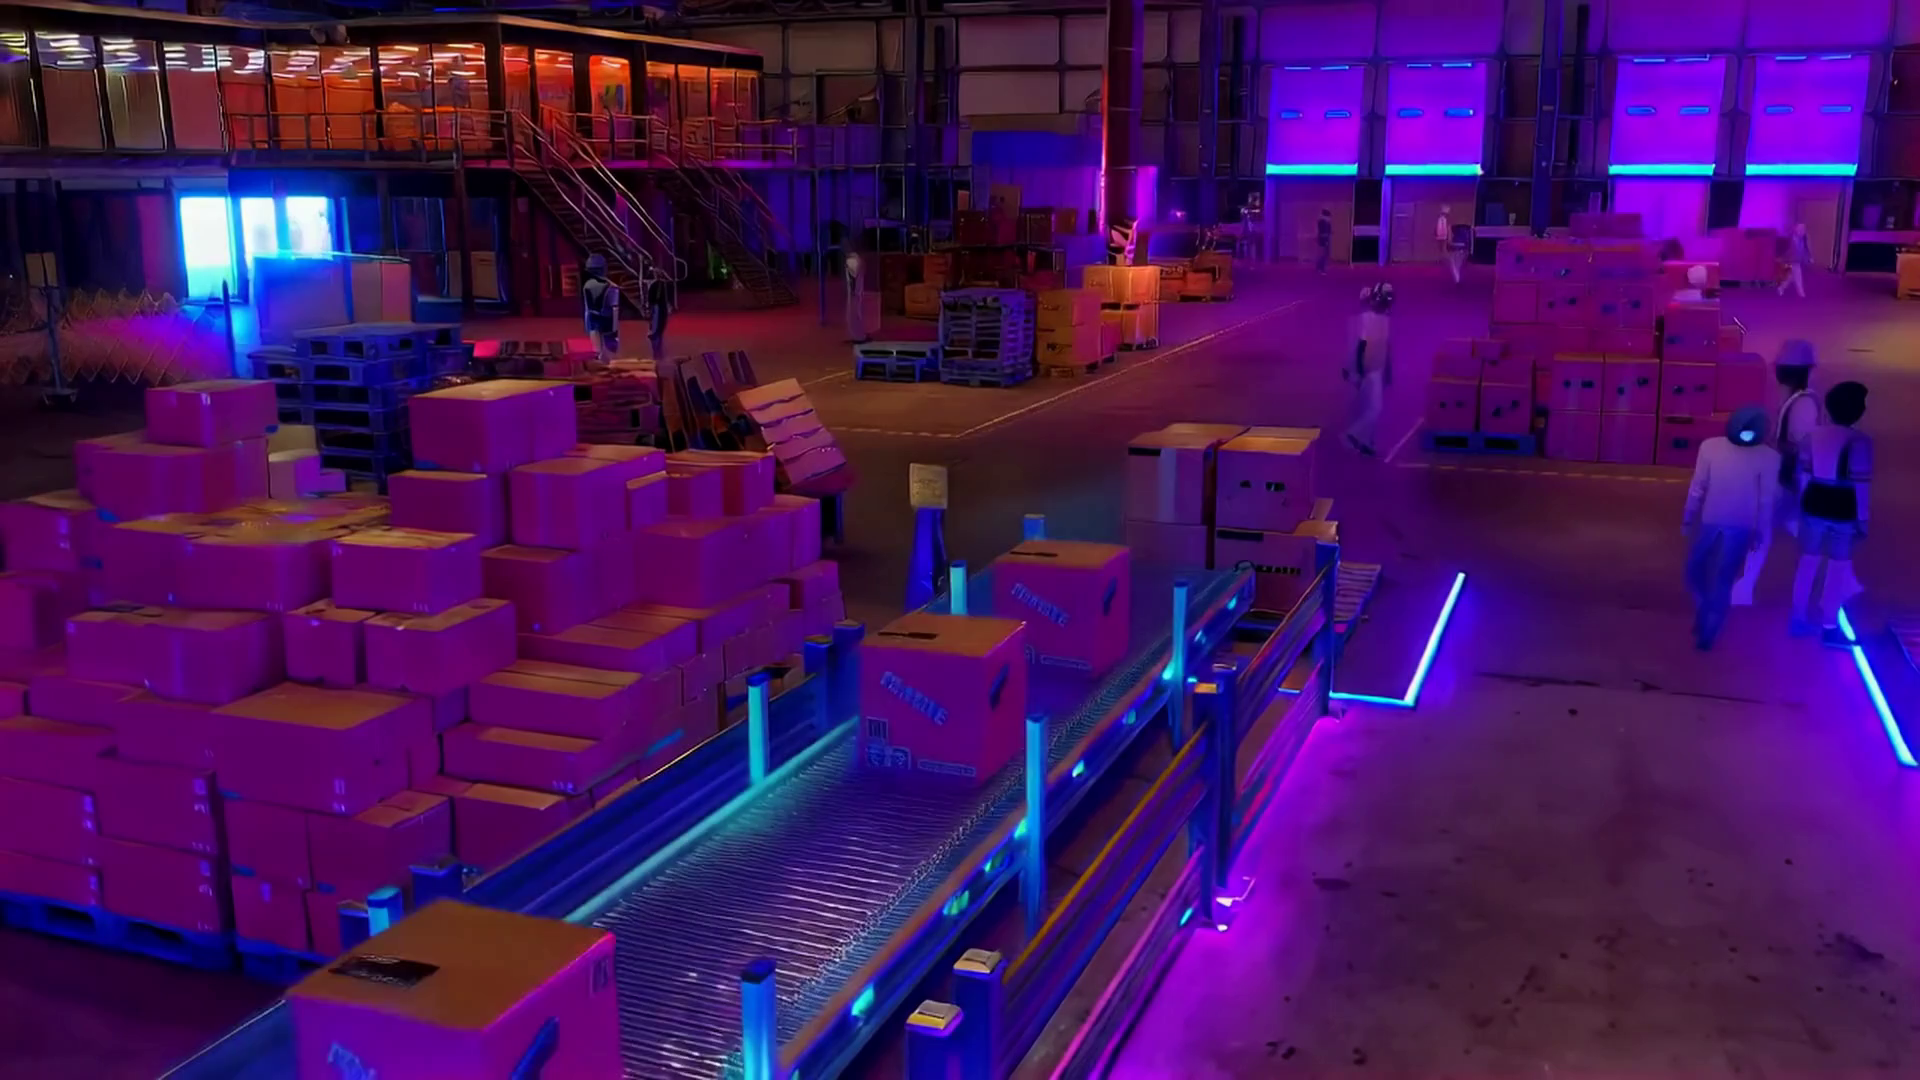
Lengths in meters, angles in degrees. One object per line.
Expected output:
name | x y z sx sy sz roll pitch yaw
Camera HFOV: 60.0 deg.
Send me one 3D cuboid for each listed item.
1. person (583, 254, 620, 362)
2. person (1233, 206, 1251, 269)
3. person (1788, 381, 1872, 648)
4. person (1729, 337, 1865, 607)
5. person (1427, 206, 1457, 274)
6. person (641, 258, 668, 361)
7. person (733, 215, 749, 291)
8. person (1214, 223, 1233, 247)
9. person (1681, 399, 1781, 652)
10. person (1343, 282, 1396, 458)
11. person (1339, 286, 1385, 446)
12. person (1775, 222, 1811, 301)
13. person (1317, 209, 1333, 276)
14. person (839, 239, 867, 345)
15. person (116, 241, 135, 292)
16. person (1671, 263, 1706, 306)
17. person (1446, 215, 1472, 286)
person | -4.707 -2.776 21.806 0.539 1.930 0.385 5 14 21
person | 8.562 -9.263 50.921 0.652 1.906 0.914 -11 16 -40
person | 5.560 -0.163 10.594 0.320 1.698 0.531 -4 13 -17
person | 5.778 -0.446 11.423 0.951 1.903 0.554 5 14 23
person | 14.075 -8.692 48.249 0.993 1.951 0.608 7 14 28
person | -4.092 -2.840 22.252 0.356 1.858 0.513 0 13 -2
person | -5.525 -7.189 41.719 0.580 1.878 0.354 10 16 38
person | 6.613 -7.107 41.815 0.488 1.660 0.977 2 13 8
person | 4.847 -0.101 10.488 0.547 1.610 0.409 12 17 43
person | 4.362 -1.779 17.494 0.387 1.847 0.541 12 17 42
person | 4.439 -1.919 18.347 0.552 1.746 0.557 -4 13 -19
person | 19.453 -6.485 38.717 0.629 1.810 0.910 -8 15 -33
person | 10.377 -8.445 47.259 0.606 1.913 0.415 -12 17 -42
person | -1.855 -4.299 28.928 0.548 1.823 0.528 1 13 5
person | -17.717 -5.623 35.204 0.500 1.633 0.282 -3 13 -11
person | 8.709 -2.388 20.099 0.599 1.907 0.595 -2 13 -10
person | 13.009 -7.554 43.453 0.648 1.824 0.452 -1 13 -3
